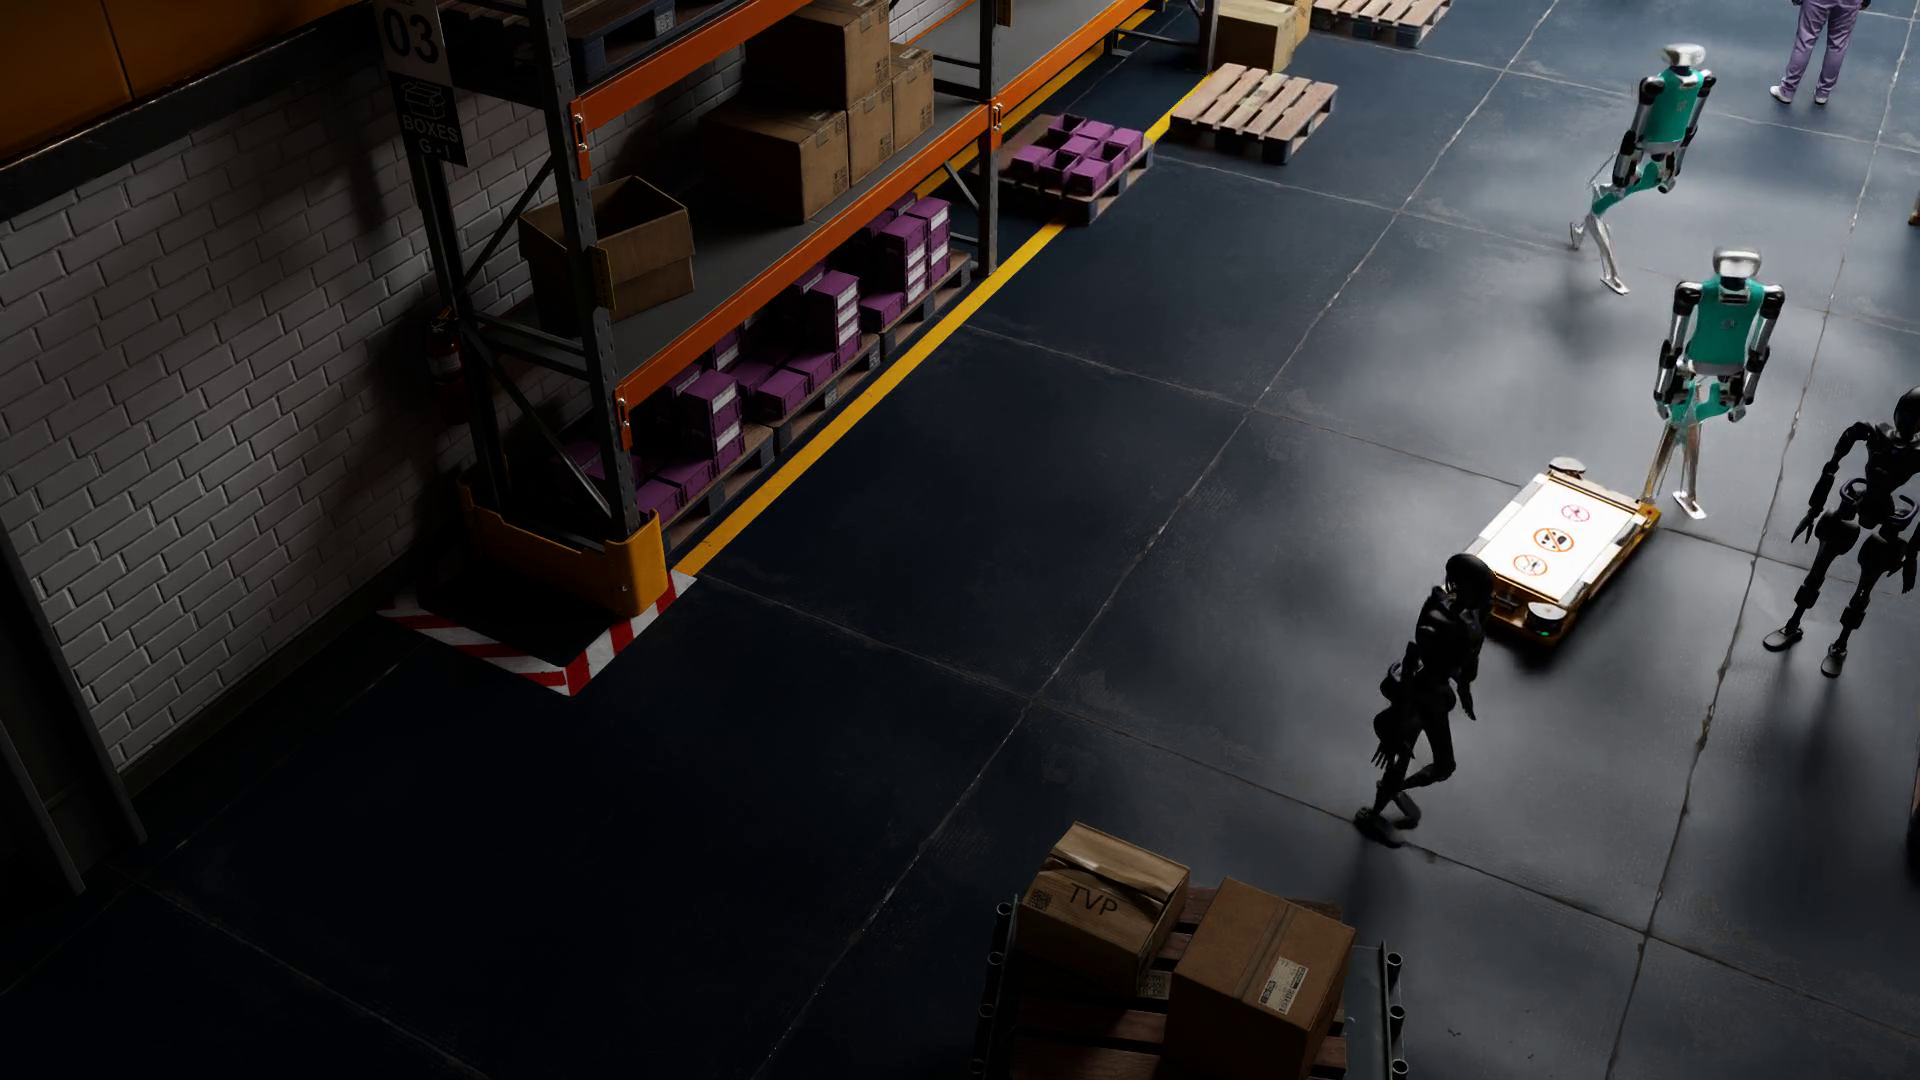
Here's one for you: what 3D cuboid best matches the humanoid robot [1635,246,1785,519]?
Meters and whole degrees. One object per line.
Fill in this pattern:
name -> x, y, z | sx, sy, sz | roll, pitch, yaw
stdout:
humanoid robot -> 4.055, -0.902, 9.178 | 0.579, 1.782, 0.705 | 7, 39, 9

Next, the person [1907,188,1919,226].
person -> 7.256, -3.058, 11.754 | 0.387, 1.888, 0.564 | -28, 46, -30

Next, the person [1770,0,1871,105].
person -> 7.106, -4.473, 13.501 | 0.642, 1.908, 0.414 | 4, 39, 6

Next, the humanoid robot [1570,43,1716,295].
humanoid robot -> 4.505, -2.632, 11.355 | 0.544, 1.791, 0.914 | -12, 40, -15

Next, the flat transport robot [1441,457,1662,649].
flat transport robot -> 3.276, 0.042, 9.168 | 0.659, 0.231, 1.431 | 28, 46, 30

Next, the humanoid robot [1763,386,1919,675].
humanoid robot -> 4.435, -0.046, 8.139 | 0.315, 1.657, 0.599 | -31, 48, -33

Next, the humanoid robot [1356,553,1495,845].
humanoid robot -> 2.004, 0.701, 7.215 | 0.586, 1.637, 0.349 | -28, 47, -31
